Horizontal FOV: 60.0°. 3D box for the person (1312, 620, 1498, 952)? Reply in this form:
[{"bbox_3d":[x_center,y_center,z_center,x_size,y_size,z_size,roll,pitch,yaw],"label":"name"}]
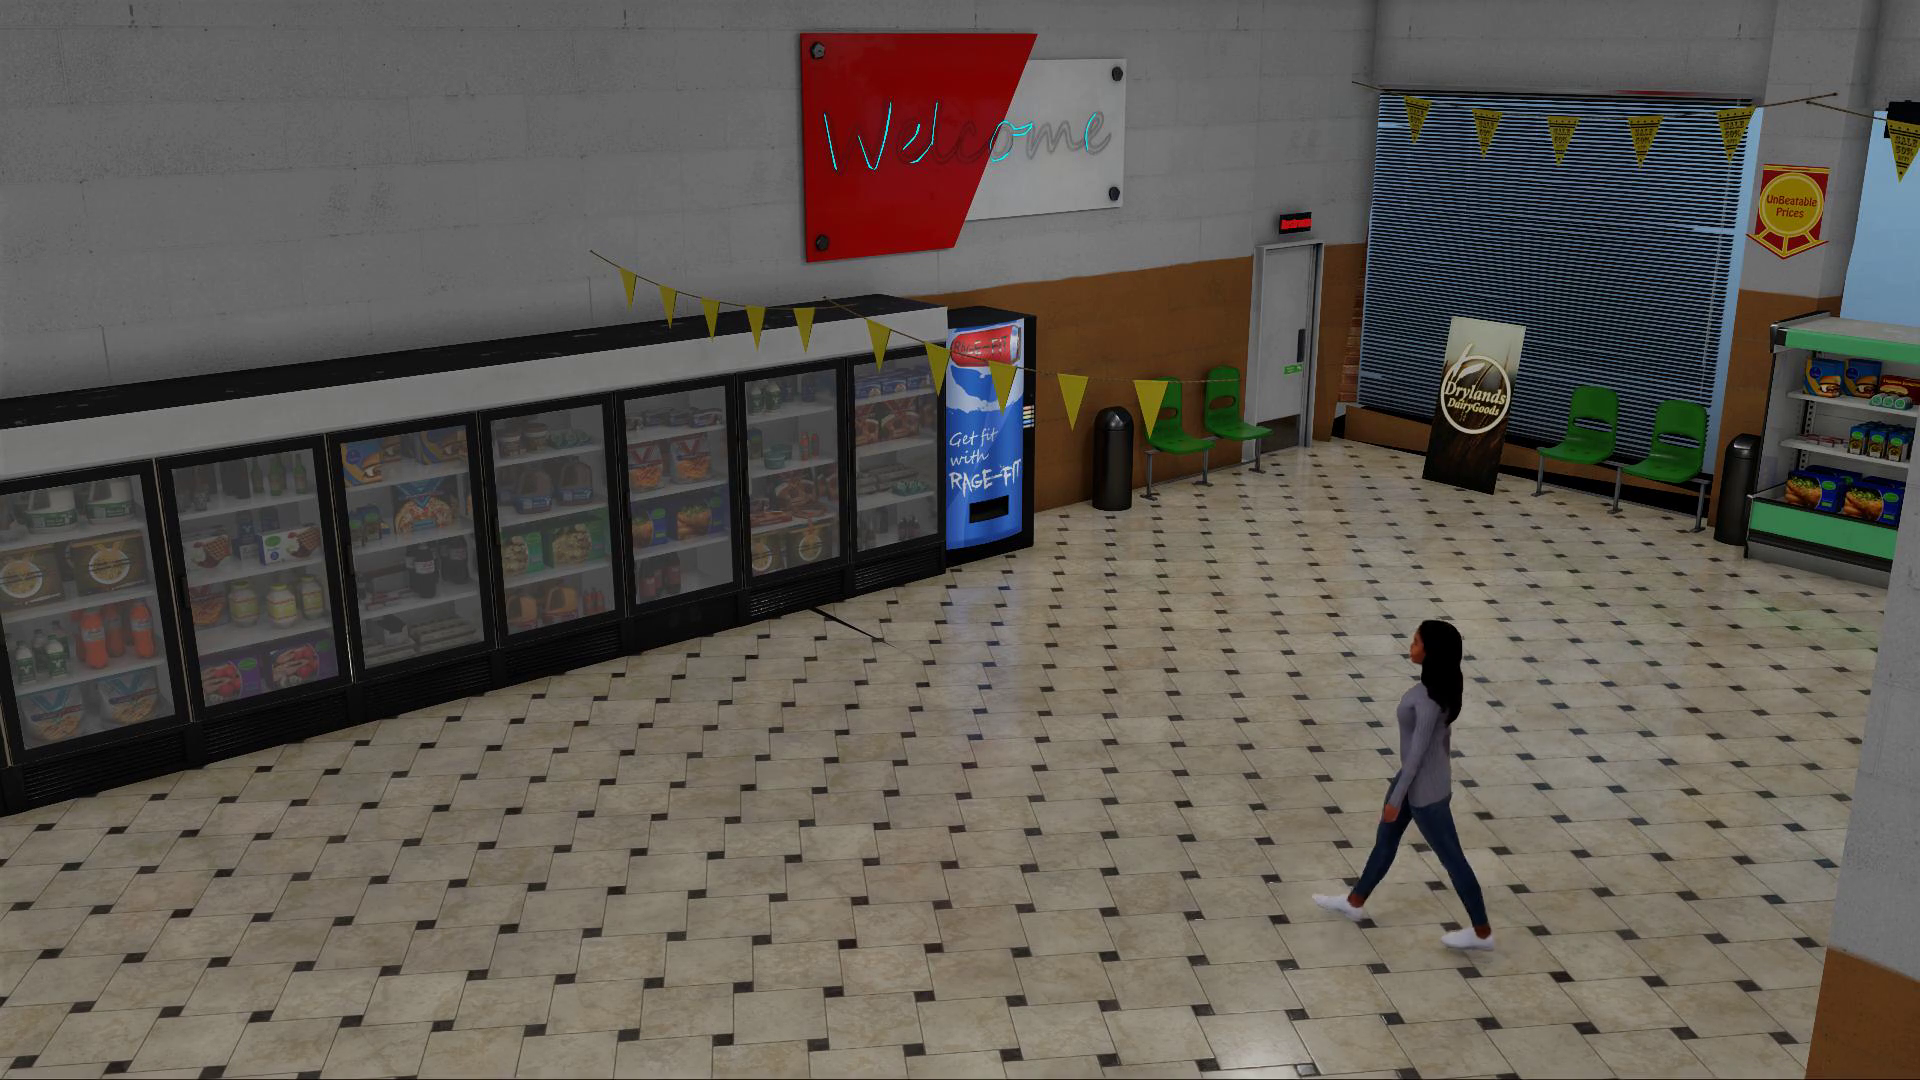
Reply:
[{"bbox_3d":[2.382,1.259,8.165,1.243,1.686,0.981,7,18,23],"label":"person"}]
